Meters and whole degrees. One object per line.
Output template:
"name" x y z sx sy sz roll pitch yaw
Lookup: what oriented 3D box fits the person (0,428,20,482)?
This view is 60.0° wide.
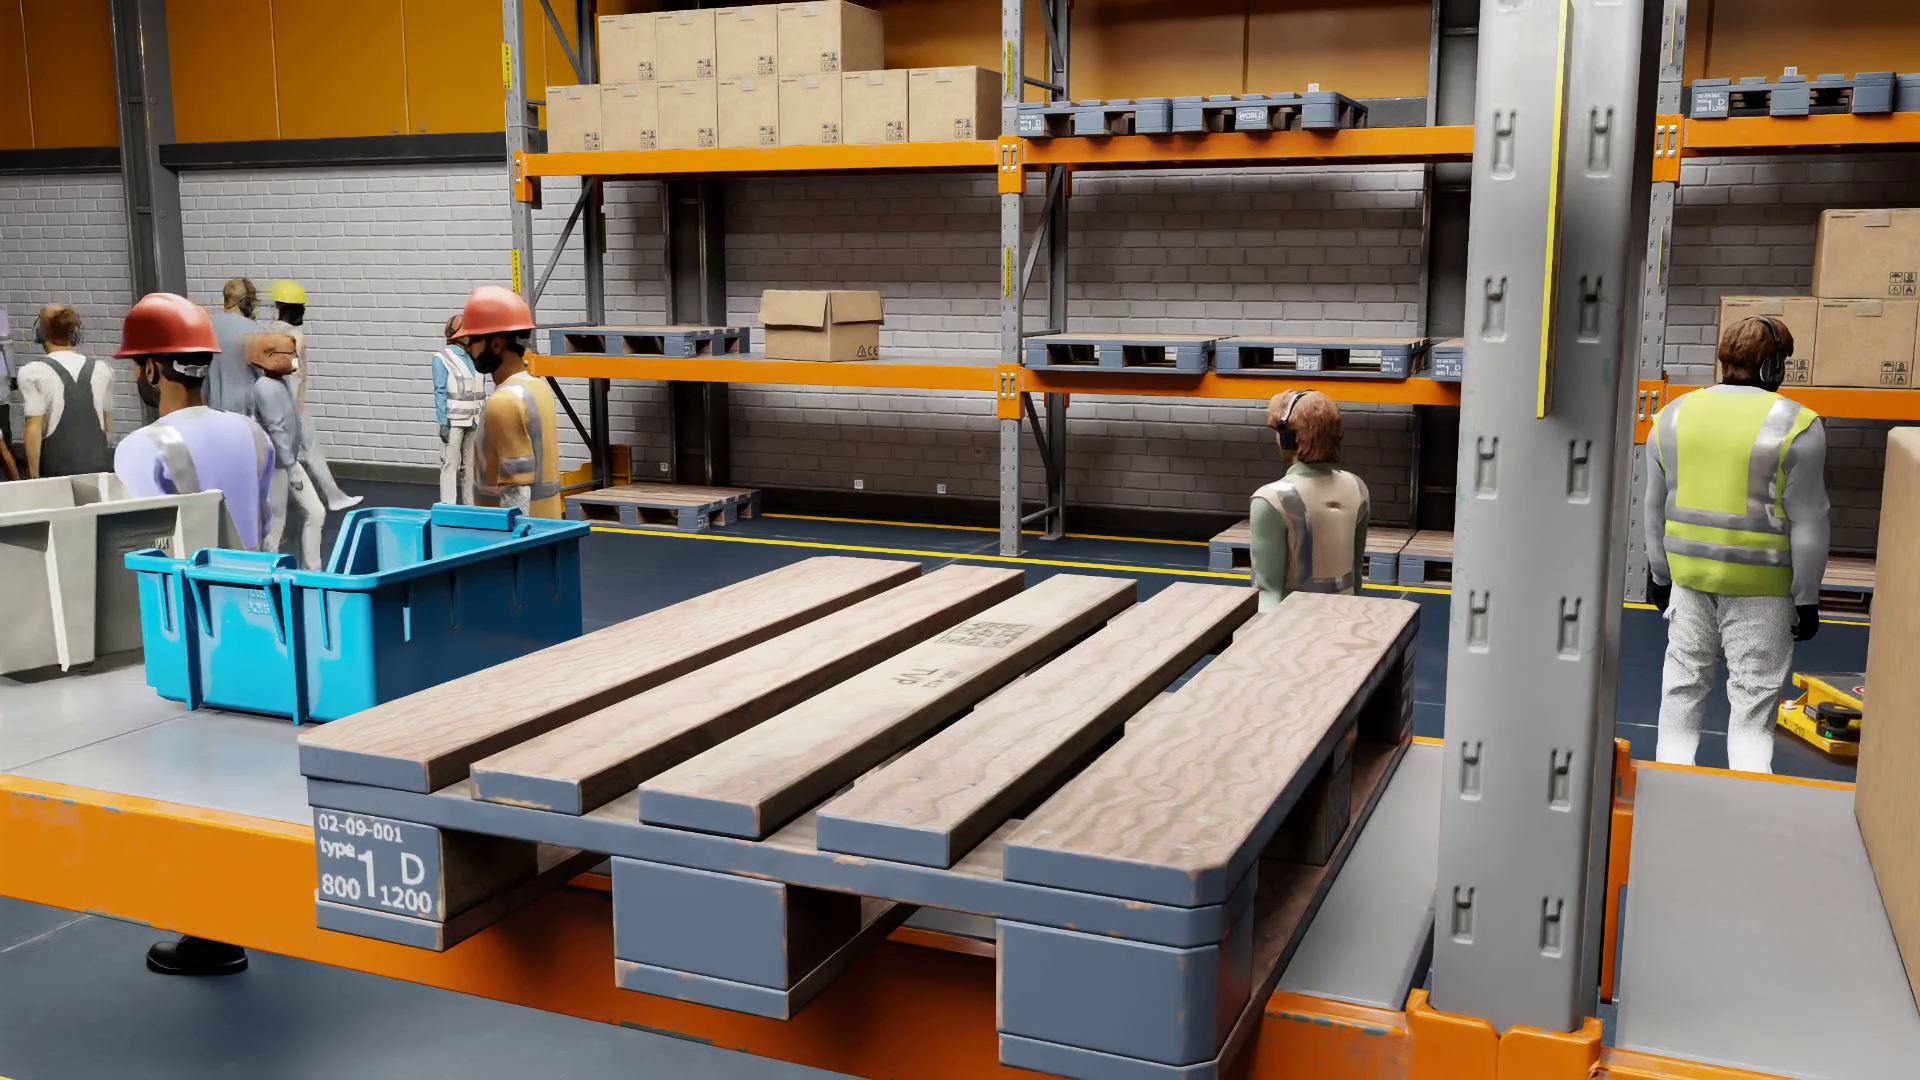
"person" -4.244 -0.072 7.165 0.731 1.831 0.339 -2 10 -10

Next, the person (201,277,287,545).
"person" -5.074 -0.885 11.776 0.675 1.919 0.470 5 11 27

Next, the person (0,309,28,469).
"person" -9.483 -1.649 16.260 0.544 1.938 0.356 0 9 2

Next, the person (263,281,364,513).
"person" -5.314 -1.104 13.197 0.603 1.873 0.997 7 12 36

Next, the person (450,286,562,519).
"person" -1.684 0.026 6.232 0.371 1.933 0.553 0 9 -3

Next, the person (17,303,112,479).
"person" -4.798 -0.352 8.876 0.932 1.799 0.515 7 12 36

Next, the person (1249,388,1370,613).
"person" 1.065 0.352 5.160 0.517 1.639 0.314 -8 12 -39

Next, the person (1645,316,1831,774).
"person" 2.695 0.149 5.774 0.429 1.842 0.634 -7 12 -34

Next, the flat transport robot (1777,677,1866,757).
"flat transport robot" 4.225 0.731 6.986 1.431 0.197 0.652 0 9 2

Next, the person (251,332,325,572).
"person" -3.920 -0.419 9.856 0.574 1.618 0.512 -1 10 -7

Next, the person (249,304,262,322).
"person" -6.045 -1.145 13.821 0.573 1.746 0.519 -7 12 -35

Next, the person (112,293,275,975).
"person" -2.188 0.272 4.753 0.371 1.935 0.551 2 10 14

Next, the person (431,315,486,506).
"person" -3.706 -0.857 12.400 0.311 1.642 0.513 5 11 26
